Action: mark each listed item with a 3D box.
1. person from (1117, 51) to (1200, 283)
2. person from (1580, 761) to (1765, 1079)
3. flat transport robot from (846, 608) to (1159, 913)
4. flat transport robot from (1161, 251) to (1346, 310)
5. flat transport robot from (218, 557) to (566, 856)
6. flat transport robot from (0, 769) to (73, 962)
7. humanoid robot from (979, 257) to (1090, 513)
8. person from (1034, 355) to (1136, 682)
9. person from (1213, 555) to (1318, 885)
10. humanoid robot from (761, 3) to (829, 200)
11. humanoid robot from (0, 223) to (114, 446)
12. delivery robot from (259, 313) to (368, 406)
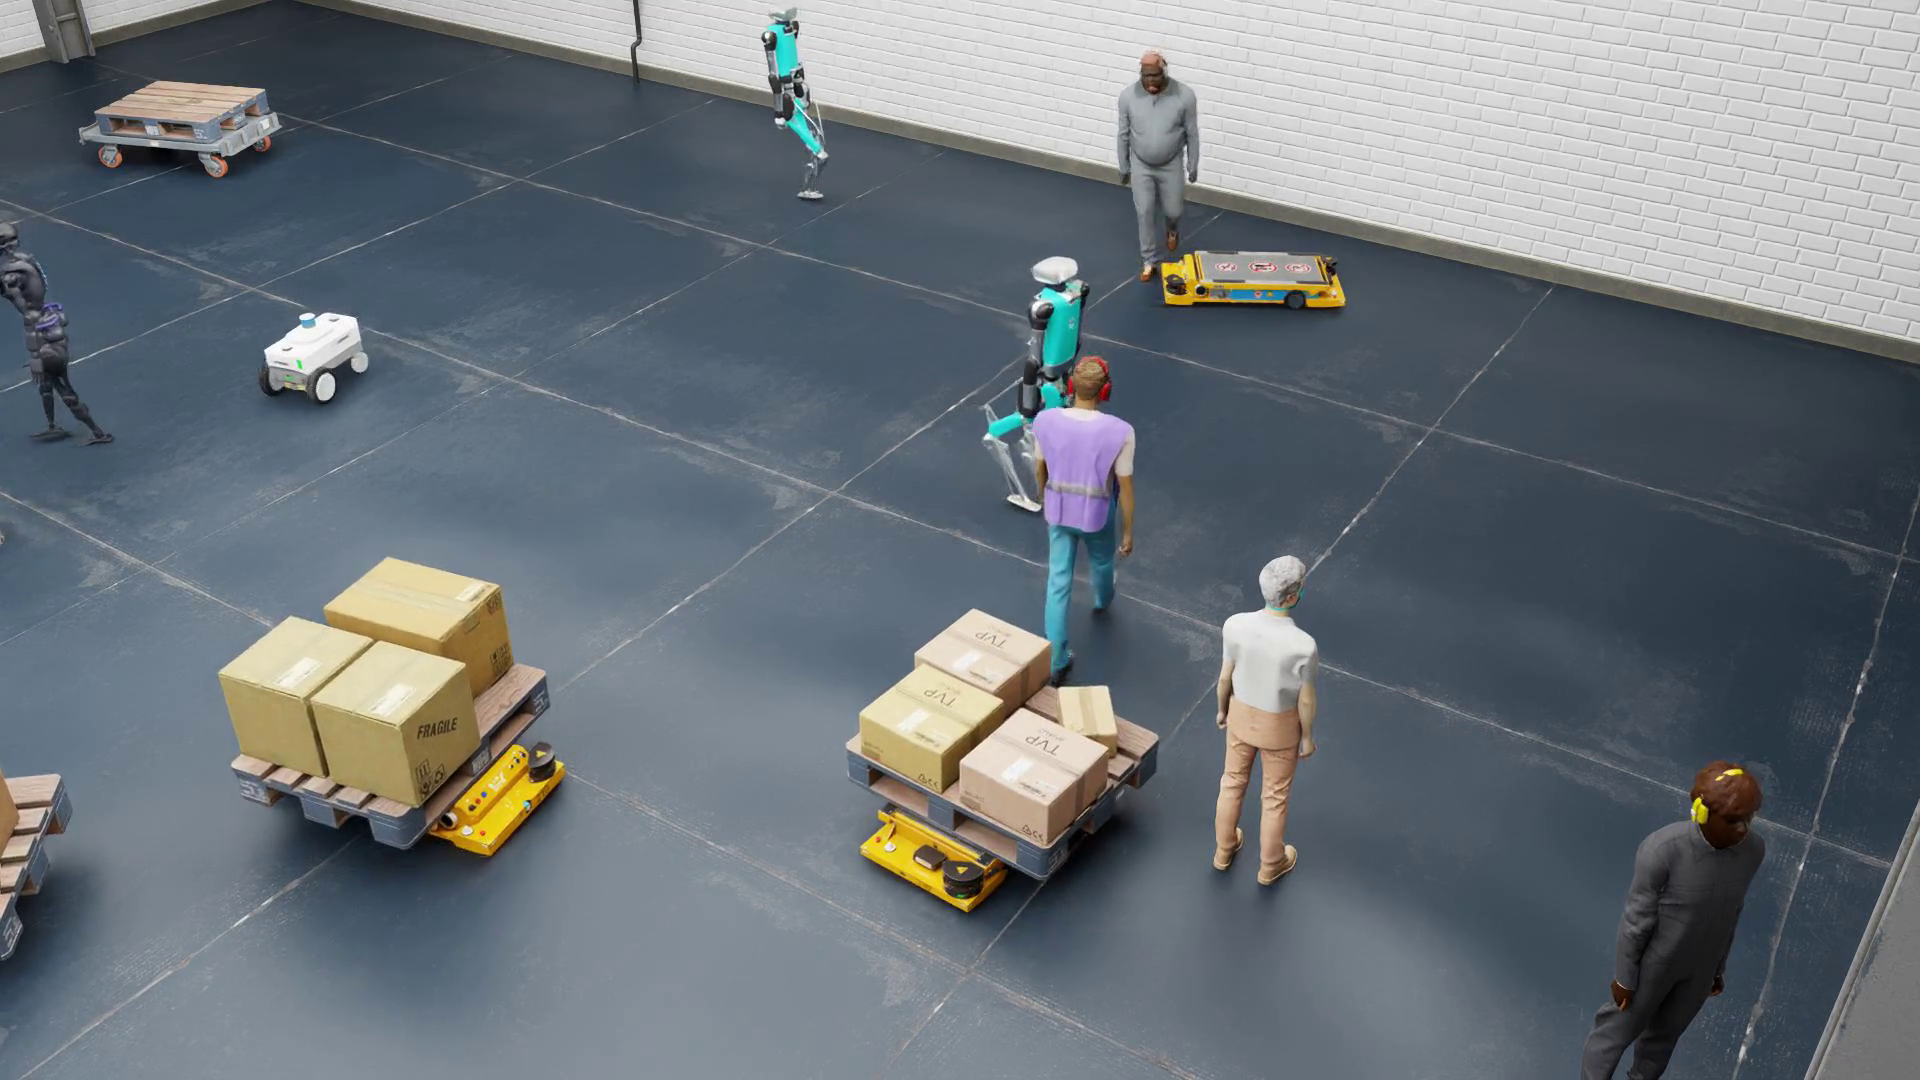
[{"bbox_3d":[1.607,-3.093,13.595,0.688,1.870,0.684,6,33,9],"label":"person"},{"bbox_3d":[2.689,1.597,6.286,0.495,1.876,0.356,-7,33,-11],"label":"person"},{"bbox_3d":[0.210,1.257,8.300,0.659,0.231,1.431,22,39,31],"label":"flat transport robot"},{"bbox_3d":[2.379,-2.120,13.555,1.431,0.231,0.659,1,33,2],"label":"flat transport robot"},{"bbox_3d":[-2.802,1.156,8.457,1.431,0.231,0.659,12,35,18],"label":"flat transport robot"},{"bbox_3d":[-4.789,1.700,7.612,0.659,0.231,1.431,-5,33,-8],"label":"flat transport robot"},{"bbox_3d":[0.406,-0.927,10.383,0.688,1.839,0.549,22,39,30],"label":"humanoid robot"},{"bbox_3d":[0.687,-0.165,9.113,0.579,1.790,0.996,9,34,14],"label":"person"},{"bbox_3d":[1.394,0.834,7.598,0.481,1.740,0.321,19,37,27],"label":"person"},{"bbox_3d":[-1.359,-3.840,14.960,0.738,1.874,0.538,13,35,19],"label":"humanoid robot"},{"bbox_3d":[-6.136,-1.330,11.040,0.553,1.642,0.616,-11,34,-16],"label":"humanoid robot"},{"bbox_3d":[-4.698,-1.339,12.092,0.499,0.612,0.815,11,34,17],"label":"delivery robot"}]
